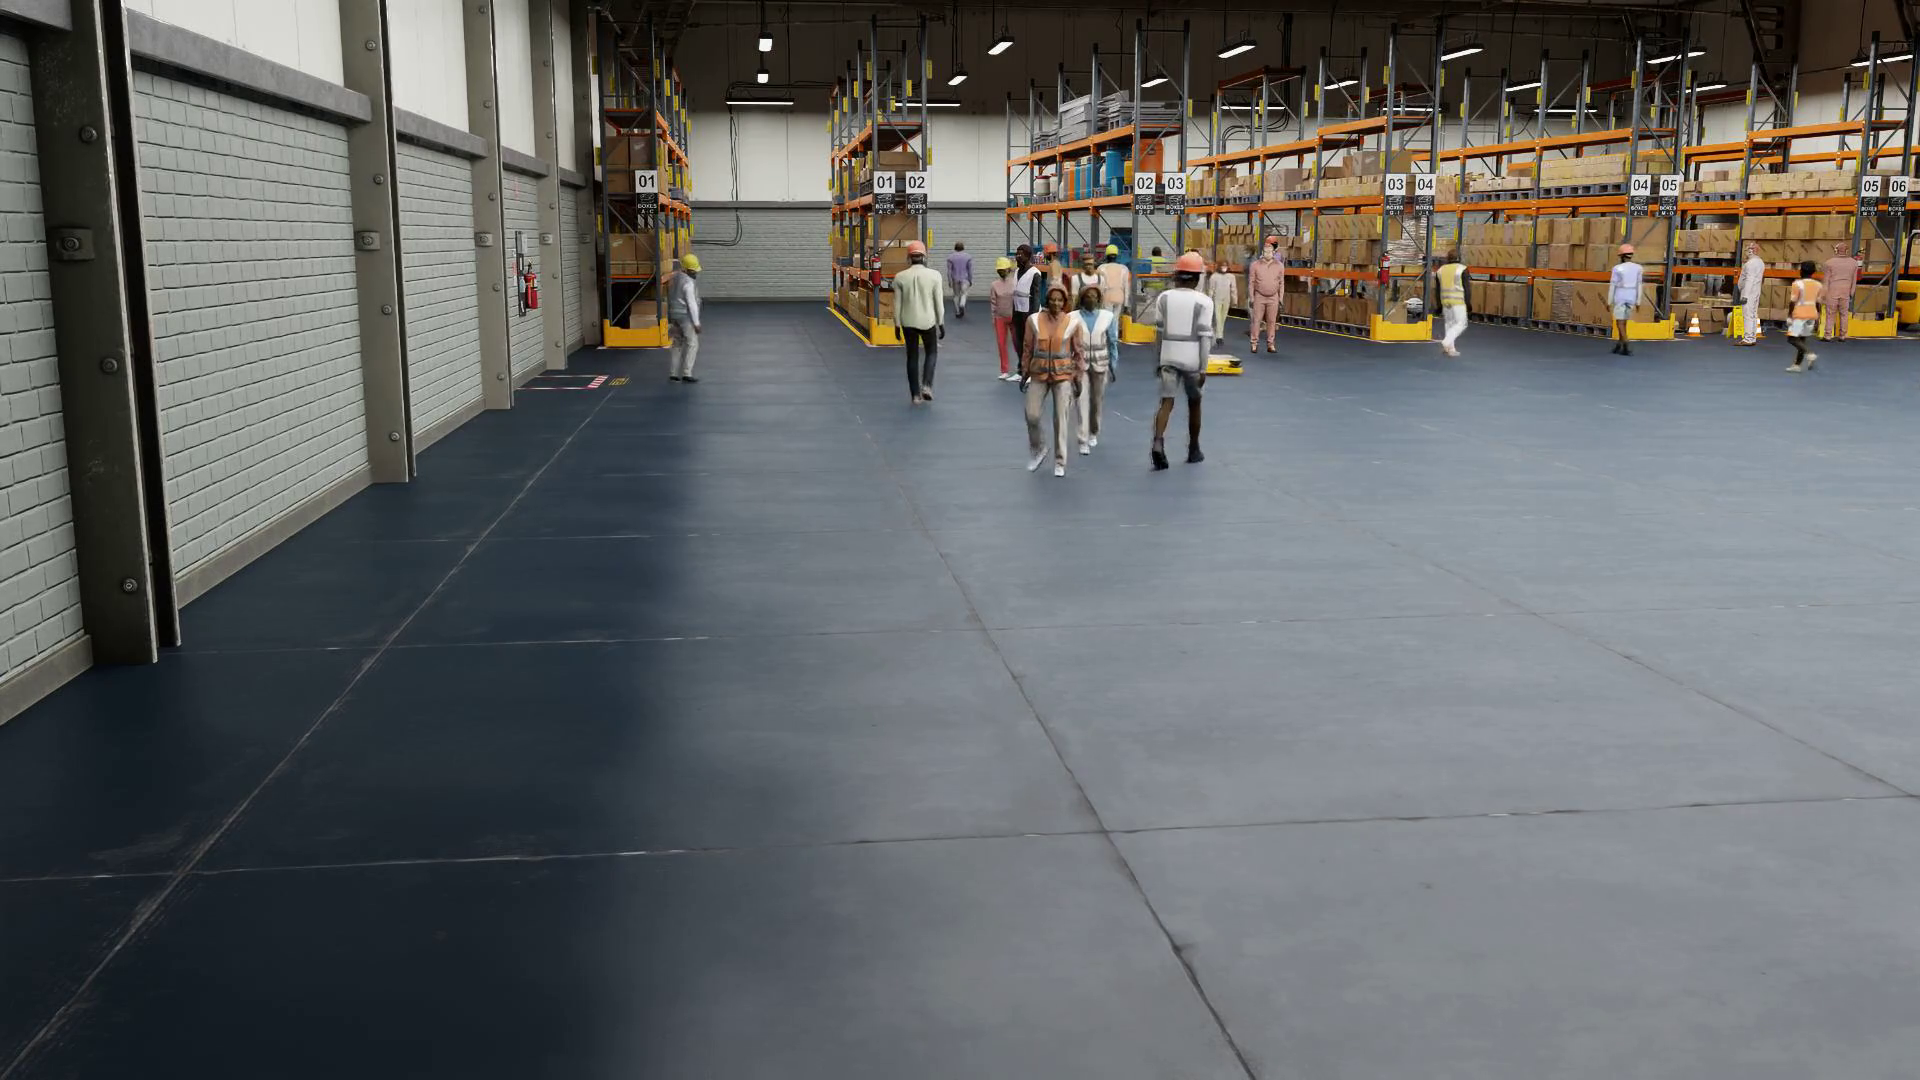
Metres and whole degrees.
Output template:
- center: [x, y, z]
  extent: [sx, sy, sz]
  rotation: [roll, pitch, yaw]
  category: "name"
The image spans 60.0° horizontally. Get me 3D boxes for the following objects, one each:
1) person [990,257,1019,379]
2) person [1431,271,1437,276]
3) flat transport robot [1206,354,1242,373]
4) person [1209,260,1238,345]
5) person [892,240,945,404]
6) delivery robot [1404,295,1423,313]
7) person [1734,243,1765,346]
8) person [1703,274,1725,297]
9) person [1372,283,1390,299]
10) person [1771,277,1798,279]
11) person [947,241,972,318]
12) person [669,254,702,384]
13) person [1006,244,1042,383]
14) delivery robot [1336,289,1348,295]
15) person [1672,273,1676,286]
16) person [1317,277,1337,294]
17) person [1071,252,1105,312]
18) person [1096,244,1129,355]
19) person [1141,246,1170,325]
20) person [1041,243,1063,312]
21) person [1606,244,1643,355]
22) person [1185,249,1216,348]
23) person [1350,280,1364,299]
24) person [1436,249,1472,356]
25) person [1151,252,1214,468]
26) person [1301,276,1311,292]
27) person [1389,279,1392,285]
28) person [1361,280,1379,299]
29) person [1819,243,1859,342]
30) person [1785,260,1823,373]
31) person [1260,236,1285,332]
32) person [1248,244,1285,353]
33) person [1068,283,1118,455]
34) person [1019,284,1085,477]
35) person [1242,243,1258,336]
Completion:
- center: [0.706, -3.173, 23.805]
  extent: [0.545, 1.738, 0.609]
  rotation: [4, 11, 20]
  category: "person"
- center: [14.690, -8.342, 51.604]
  extent: [0.418, 1.945, 0.606]
  rotation: [5, 11, 23]
  category: "person"
- center: [3.802, -2.664, 25.051]
  extent: [0.652, 0.197, 1.431]
  rotation: [0, 10, -1]
  category: "flat transport robot"
- center: [4.939, -4.445, 31.180]
  extent: [0.510, 1.587, 0.849]
  rotation: [-2, 11, -10]
  category: "person"
- center: [-0.500, -2.643, 20.251]
  extent: [0.655, 1.974, 0.473]
  rotation: [1, 10, 7]
  category: "person"
- center: [11.381, -5.885, 41.673]
  extent: [0.477, 0.478, 0.707]
  rotation: [-1, 10, -6]
  category: "delivery robot"
- center: [14.686, -4.561, 30.970]
  extent: [0.403, 1.906, 0.651]
  rotation: [9, 14, 40]
  category: "person"
- center: [19.847, -6.912, 43.764]
  extent: [0.632, 1.940, 0.372]
  rotation: [-1, 10, -7]
  category: "person"
- center: [10.344, -6.426, 41.104]
  extent: [0.411, 1.944, 0.745]
  rotation: [-4, 11, -22]
  category: "person"
- center: [19.492, -6.138, 39.245]
  extent: [0.683, 2.000, 0.536]
  rotation: [0, 10, 2]
  category: "person"
- center: [-0.013, -6.488, 41.463]
  extent: [0.632, 1.927, 0.571]
  rotation: [1, 10, 7]
  category: "person"
- center: [-3.804, -3.043, 22.993]
  extent: [0.448, 1.783, 0.653]
  rotation: [-5, 12, -27]
  category: "person"
- center: [0.924, -3.159, 23.244]
  extent: [0.391, 1.920, 0.587]
  rotation: [-6, 12, -30]
  category: "person"
- center: [11.446, -7.263, 49.226]
  extent: [0.707, 0.478, 0.477]
  rotation: [-9, 14, -41]
  category: "delivery robot"
- center: [19.670, -7.244, 45.892]
  extent: [0.583, 1.842, 1.006]
  rotation: [-5, 11, -24]
  category: "person"
- center: [9.524, -6.828, 43.151]
  extent: [0.618, 2.003, 1.044]
  rotation: [-2, 10, -9]
  category: "person"
- center: [1.797, -3.161, 23.569]
  extent: [0.513, 1.816, 0.814]
  rotation: [-2, 10, -9]
  category: "person"
- center: [2.614, -4.082, 28.356]
  extent: [0.597, 1.908, 0.656]
  rotation: [-2, 11, -13]
  category: "person"
- center: [4.473, -5.818, 38.076]
  extent: [0.648, 1.825, 0.562]
  rotation: [-1, 10, -5]
  category: "person"
- center: [1.709, -4.438, 30.265]
  extent: [0.495, 1.924, 0.557]
  rotation: [0, 10, -1]
  category: "person"
- center: [11.443, -4.115, 28.591]
  extent: [0.564, 1.912, 0.845]
  rotation: [-2, 10, -8]
  category: "person"
- center: [4.319, -4.379, 30.225]
  extent: [0.520, 1.827, 0.887]
  rotation: [-6, 12, -31]
  category: "person"
- center: [10.501, -6.737, 43.663]
  extent: [0.536, 1.626, 0.990]
  rotation: [-4, 11, -20]
  category: "person"
- center: [8.336, -4.005, 28.131]
  extent: [0.667, 1.826, 0.664]
  rotation: [-7, 13, -35]
  category: "person"
- center: [1.945, -1.585, 14.676]
  extent: [0.564, 1.907, 0.916]
  rotation: [5, 11, 25]
  category: "person"
- center: [10.379, -7.989, 49.580]
  extent: [0.636, 1.964, 0.485]
  rotation: [1, 10, 5]
  category: "person"
- center: [12.334, -7.676, 48.186]
  extent: [0.509, 1.860, 0.334]
  rotation: [-4, 11, -23]
  category: "person"
- center: [9.926, -6.134, 39.832]
  extent: [0.636, 1.817, 0.646]
  rotation: [-3, 11, -14]
  category: "person"
- center: [16.995, -4.789, 32.216]
  extent: [0.641, 1.908, 0.408]
  rotation: [0, 10, 2]
  category: "person"
- center: [12.544, -3.301, 24.656]
  extent: [0.545, 1.680, 0.565]
  rotation: [-3, 11, -18]
  category: "person"
- center: [6.653, -5.481, 35.632]
  extent: [0.608, 2.044, 0.371]
  rotation: [-4, 11, -23]
  category: "person"
- center: [5.376, -4.228, 29.160]
  extent: [0.643, 1.901, 0.400]
  rotation: [0, 10, -2]
  category: "person"
- center: [1.232, -1.647, 15.842]
  extent: [0.510, 1.602, 0.834]
  rotation: [0, 10, 0]
  category: "person"
- center: [0.783, -1.358, 14.156]
  extent: [0.567, 1.630, 0.368]
  rotation: [2, 11, 12]
  category: "person"
- center: [5.972, -5.145, 34.228]
  extent: [0.369, 1.900, 0.757]
  rotation: [0, 10, 0]
  category: "person"
